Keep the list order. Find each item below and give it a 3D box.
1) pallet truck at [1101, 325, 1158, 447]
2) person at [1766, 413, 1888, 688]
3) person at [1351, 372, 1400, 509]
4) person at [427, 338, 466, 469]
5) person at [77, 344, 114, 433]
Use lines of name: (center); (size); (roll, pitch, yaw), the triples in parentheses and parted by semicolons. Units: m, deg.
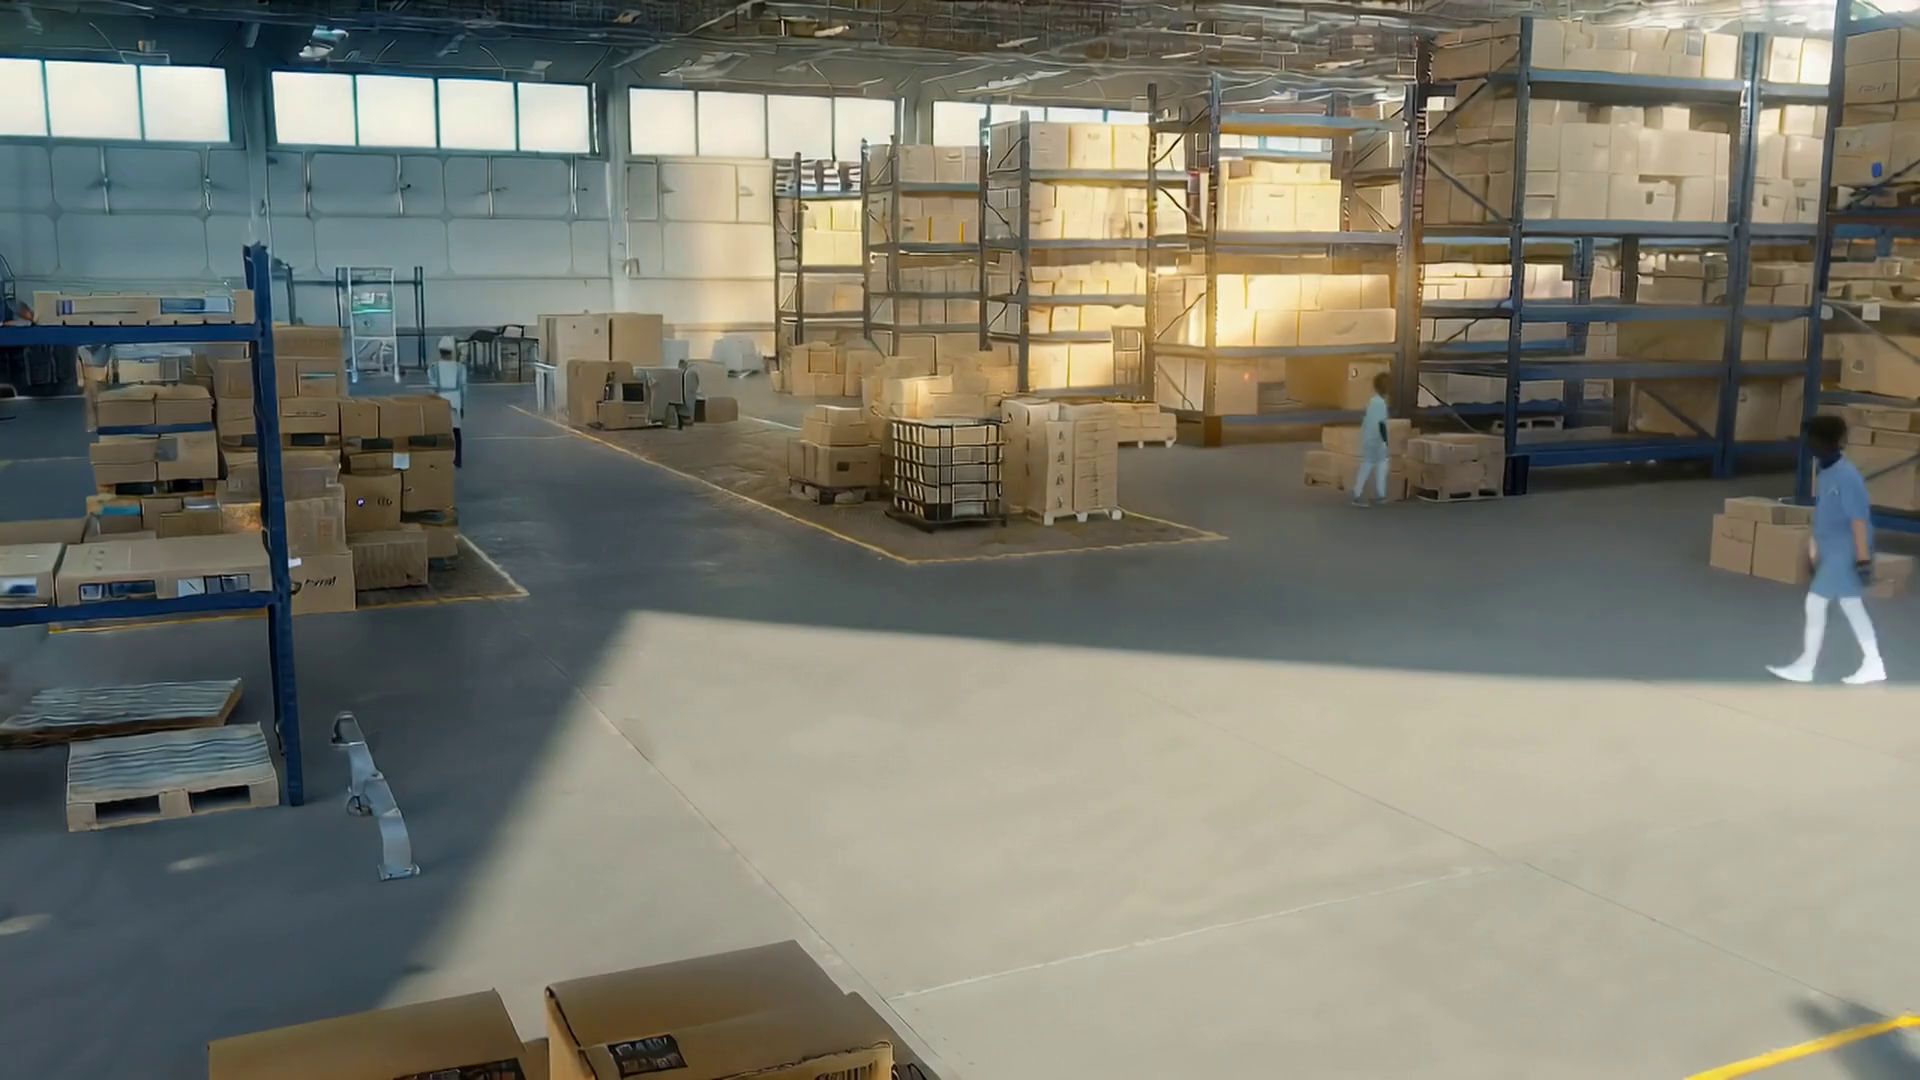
pallet truck: (2.881, -2.596, 27.923); (0.823, 1.965, 1.885); (-1, 9, -7)
person: (6.056, 0.084, 11.534); (0.896, 1.909, 0.628); (3, 10, 20)
person: (5.129, -1.205, 20.281); (0.718, 1.662, 0.567); (2, 9, 12)
person: (-7.529, -1.994, 24.419); (0.544, 1.932, 0.374); (-5, 10, -28)
person: (-15.510, -2.855, 29.839); (0.626, 1.890, 0.482); (-4, 10, -22)
